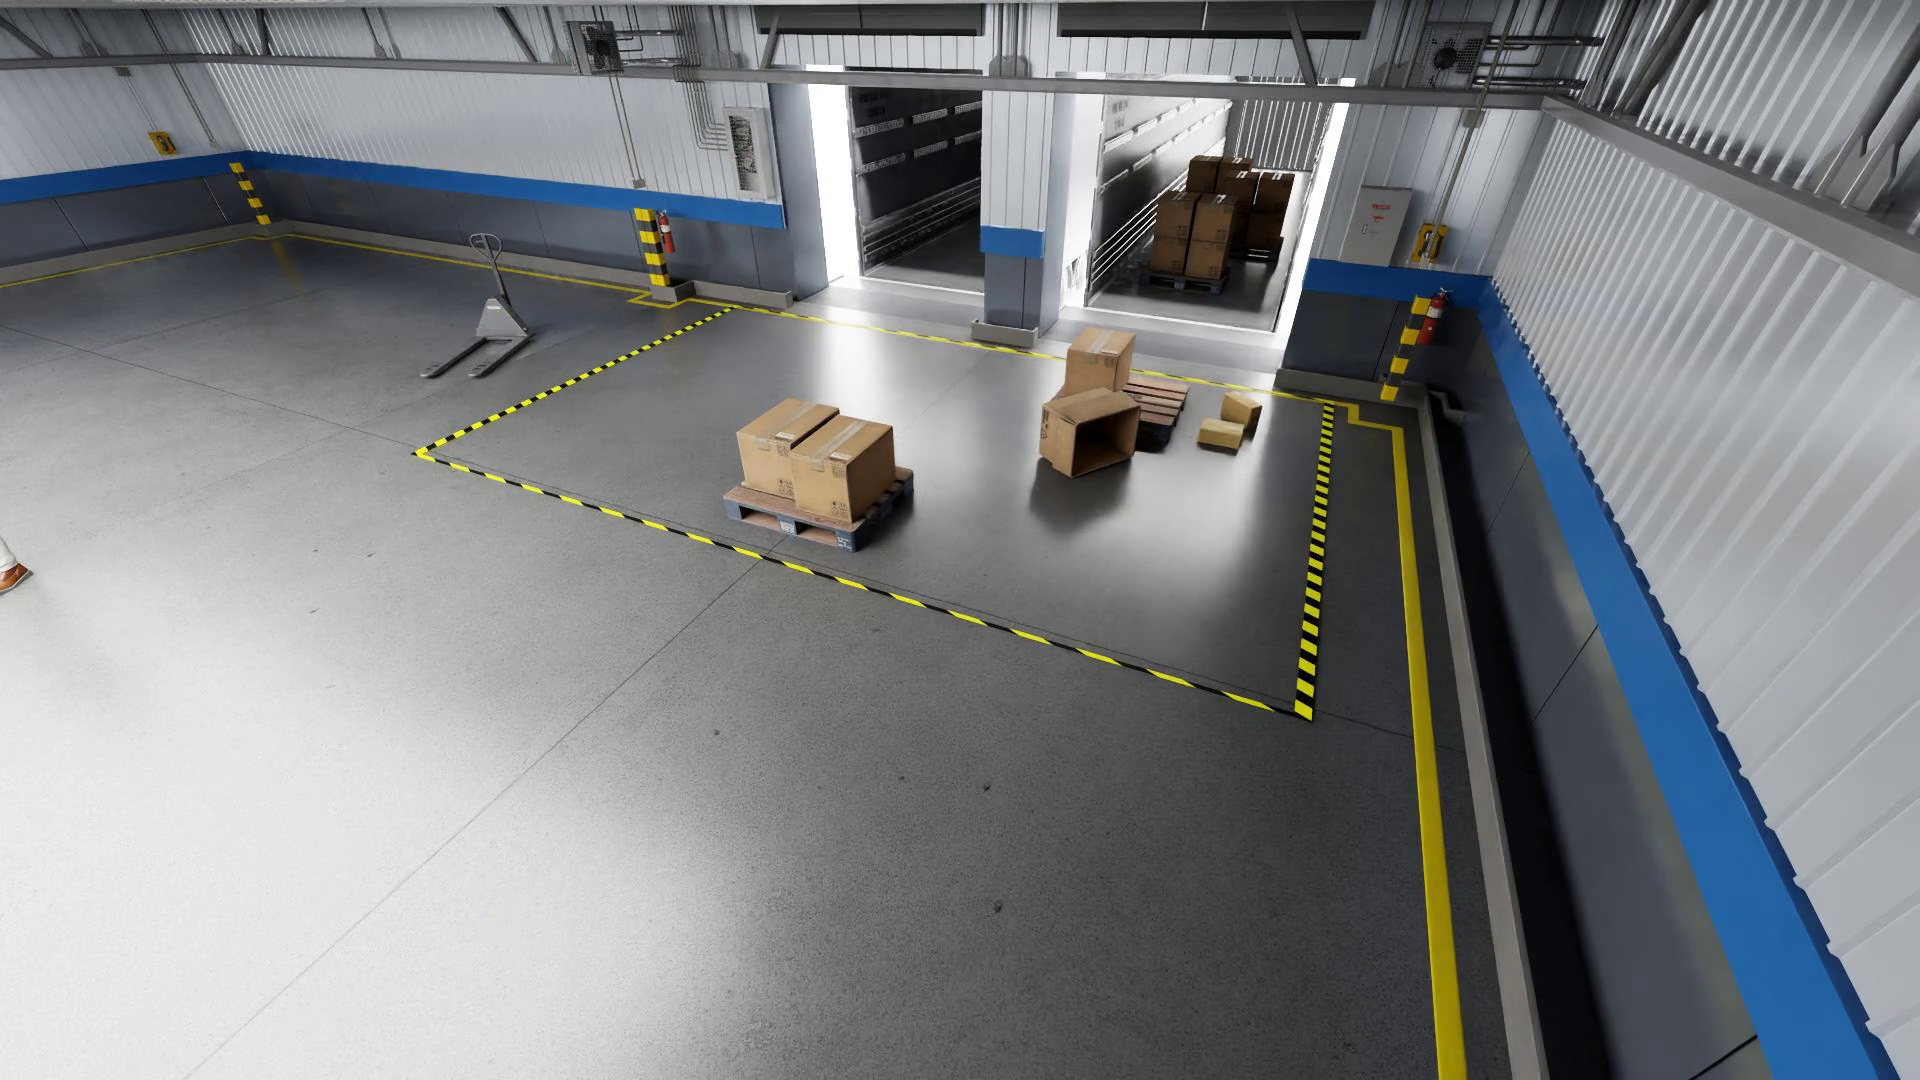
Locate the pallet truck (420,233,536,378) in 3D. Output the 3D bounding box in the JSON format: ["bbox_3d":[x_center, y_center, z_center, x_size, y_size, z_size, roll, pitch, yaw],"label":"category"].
[{"bbox_3d":[-5.664,-2.712,8.427,0.680,1.201,1.601,0,35,-1],"label":"pallet truck"}]

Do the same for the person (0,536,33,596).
[{"bbox_3d":[-6.881,-0.470,4.669,0.603,1.948,0.381,0,35,0],"label":"person"}]
